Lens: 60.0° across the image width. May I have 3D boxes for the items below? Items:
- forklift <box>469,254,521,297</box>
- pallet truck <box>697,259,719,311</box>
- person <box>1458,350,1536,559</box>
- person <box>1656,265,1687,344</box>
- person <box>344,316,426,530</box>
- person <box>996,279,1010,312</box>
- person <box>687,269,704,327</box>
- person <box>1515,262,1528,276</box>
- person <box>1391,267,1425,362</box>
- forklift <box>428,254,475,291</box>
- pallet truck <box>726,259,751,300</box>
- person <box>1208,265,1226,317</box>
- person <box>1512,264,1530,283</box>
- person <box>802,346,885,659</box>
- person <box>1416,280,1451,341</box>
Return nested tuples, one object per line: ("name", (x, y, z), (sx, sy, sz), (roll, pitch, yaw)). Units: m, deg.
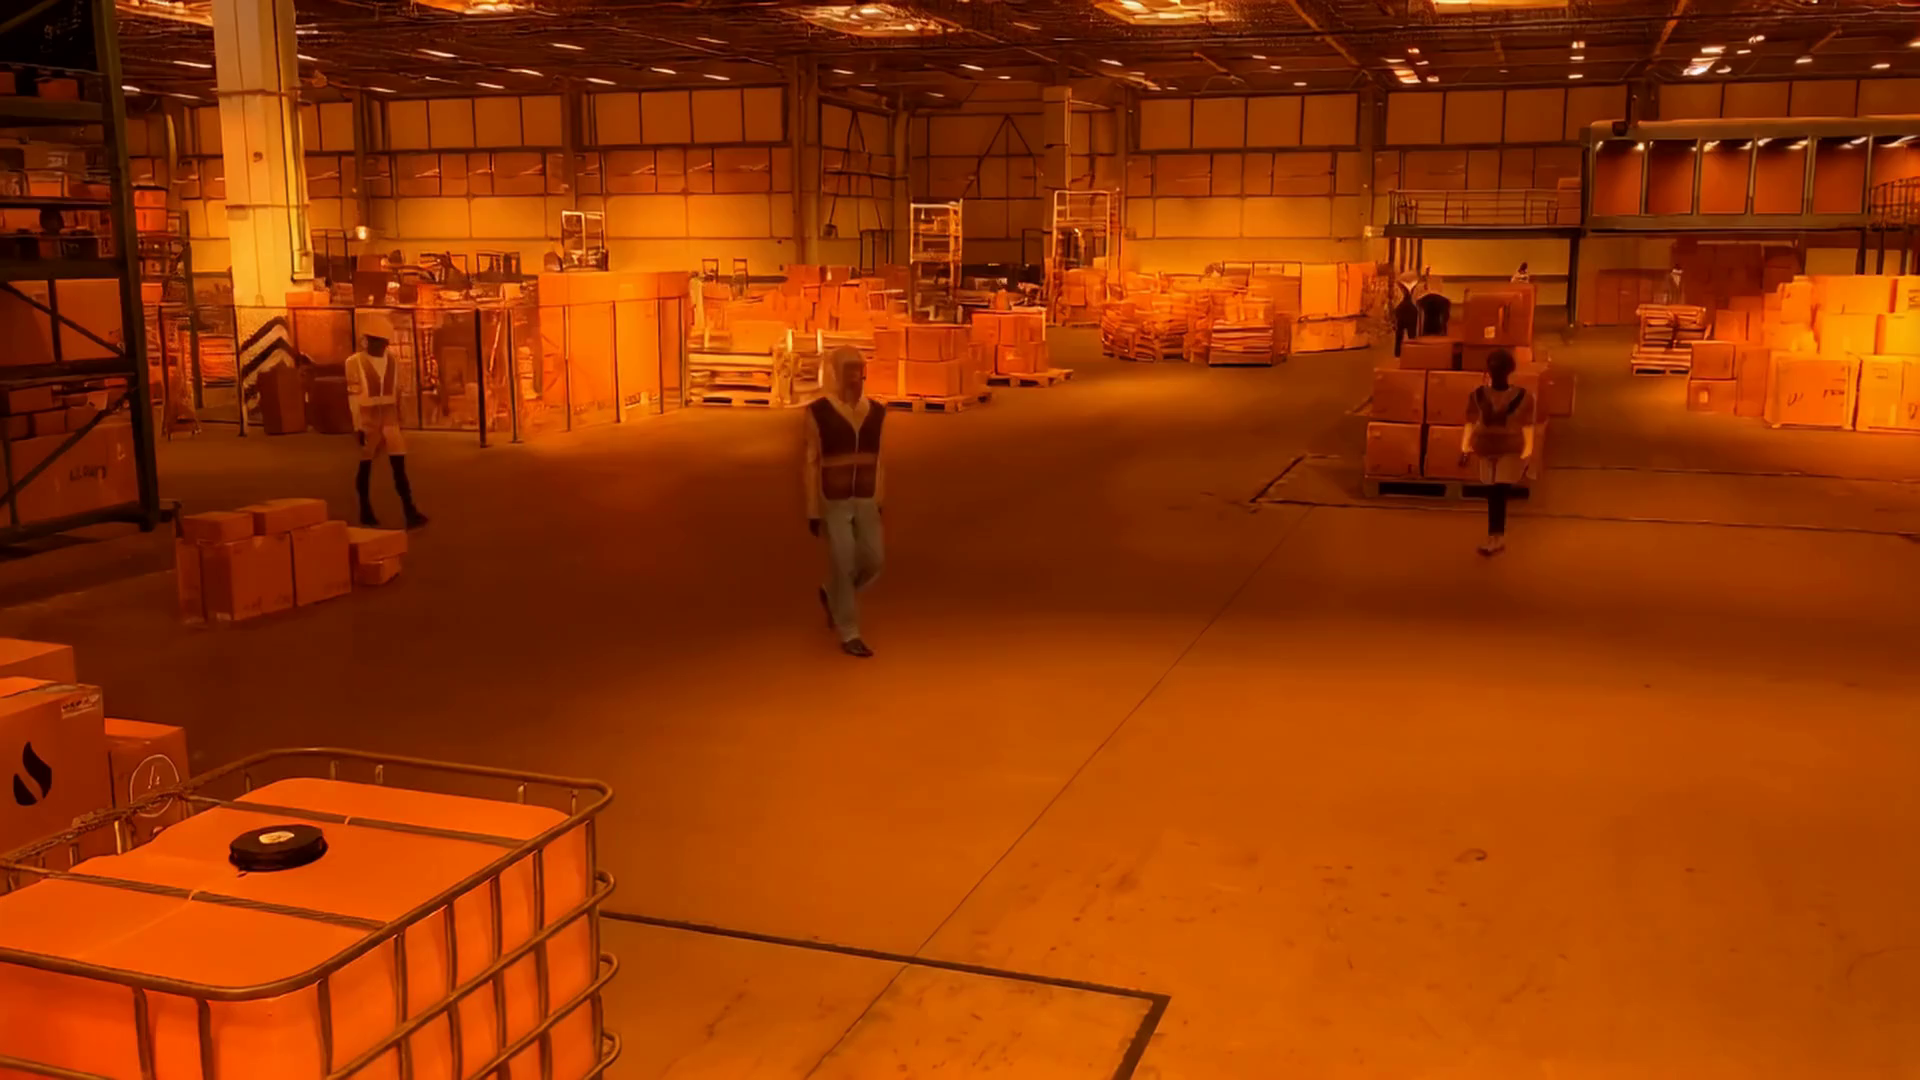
("forklift", (-17.990, -10.121, 64.684), (1.157, 1.987, 2.680), (3, 11, 17))
("pallet truck", (-9.165, -9.627, 62.776), (0.823, 1.965, 1.885), (4, 11, 23))
("person", (4.265, -0.681, 13.331), (0.554, 1.650, 0.847), (8, 13, 39))
("person", (17.716, -5.824, 41.374), (0.633, 2.004, 1.030), (-5, 11, -25))
("person", (-5.088, -1.018, 14.620), (0.554, 1.875, 1.012), (-9, 14, -42))
("person", (0.979, -5.257, 39.006), (0.976, 1.703, 0.523), (-5, 11, -25))
("person", (-7.232, -6.480, 45.460), (0.577, 1.849, 0.406), (3, 10, 15))
("person", (19.783, -8.791, 58.338), (0.600, 1.902, 0.758), (-4, 11, -23))
("person", (9.407, -4.709, 34.959), (0.685, 2.000, 0.535), (4, 11, 19))
("forklift", (-20.133, -10.254, 65.465), (1.157, 1.987, 2.680), (3, 11, 19))
("pallet truck", (-7.986, -9.493, 62.019), (0.823, 1.965, 1.885), (3, 11, 17))
("person", (8.764, -8.500, 56.927), (0.967, 1.815, 0.646), (2, 10, 11))
("person", (16.873, -7.333, 50.072), (0.581, 1.917, 0.474), (1, 10, 7))
("person", (-0.724, -0.244, 10.210), (0.595, 1.902, 0.618), (-8, 13, -37))
("person", (8.121, -3.534, 28.732), (0.638, 1.914, 0.854), (10, 14, 43))
